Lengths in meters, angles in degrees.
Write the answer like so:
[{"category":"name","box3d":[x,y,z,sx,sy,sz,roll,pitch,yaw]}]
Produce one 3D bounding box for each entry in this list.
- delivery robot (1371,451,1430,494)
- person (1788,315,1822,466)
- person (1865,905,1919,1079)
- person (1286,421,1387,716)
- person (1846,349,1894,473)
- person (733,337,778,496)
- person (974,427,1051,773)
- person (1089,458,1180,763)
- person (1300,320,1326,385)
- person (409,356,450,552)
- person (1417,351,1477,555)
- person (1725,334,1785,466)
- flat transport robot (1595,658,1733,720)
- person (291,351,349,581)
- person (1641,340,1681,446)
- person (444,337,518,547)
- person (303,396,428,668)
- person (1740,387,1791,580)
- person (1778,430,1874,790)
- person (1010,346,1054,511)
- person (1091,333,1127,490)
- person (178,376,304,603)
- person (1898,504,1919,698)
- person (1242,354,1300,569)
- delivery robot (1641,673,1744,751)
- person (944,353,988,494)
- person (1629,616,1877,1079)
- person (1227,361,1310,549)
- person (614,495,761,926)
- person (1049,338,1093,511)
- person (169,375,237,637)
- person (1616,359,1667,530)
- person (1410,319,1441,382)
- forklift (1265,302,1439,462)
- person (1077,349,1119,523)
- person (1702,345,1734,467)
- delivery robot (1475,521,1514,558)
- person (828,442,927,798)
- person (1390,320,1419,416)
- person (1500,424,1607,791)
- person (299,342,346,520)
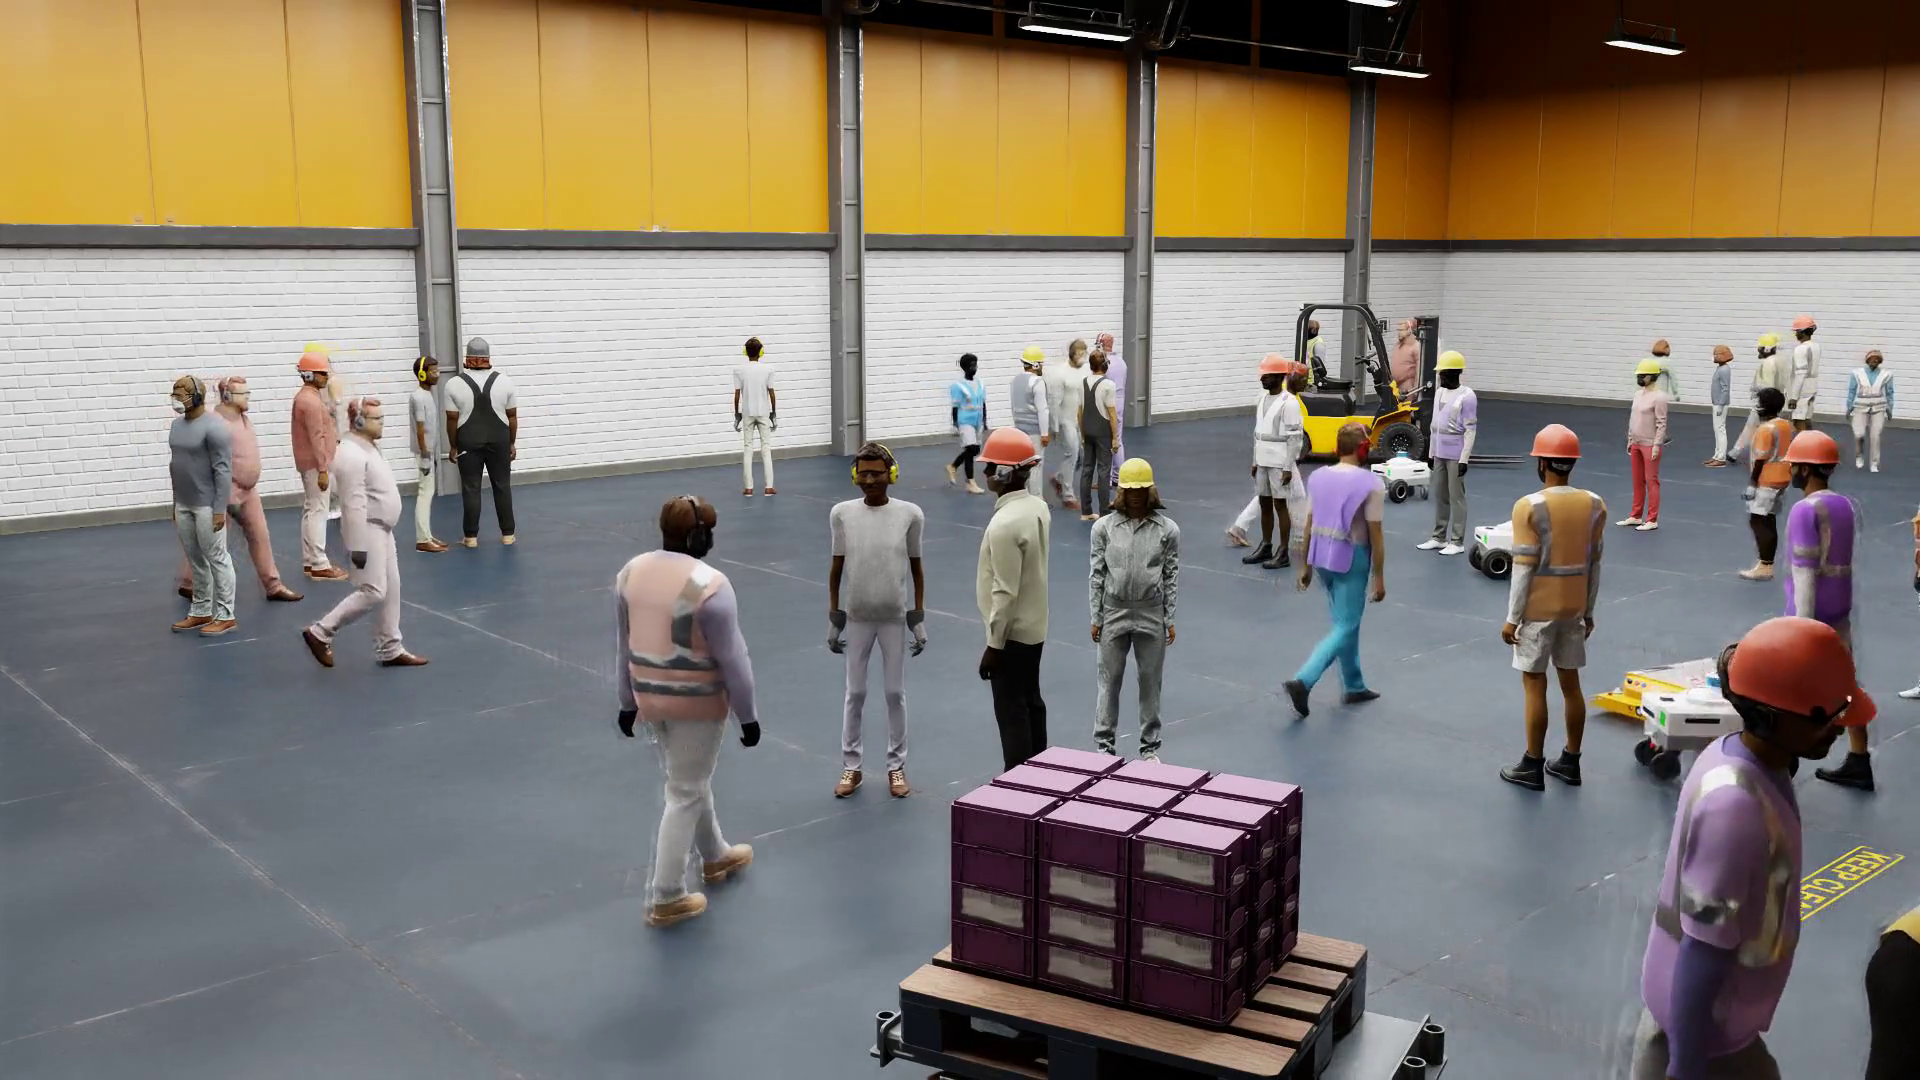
[{"category":"delivery robot","box3d":[5.093,-0.781,19.229,0.707,0.478,0.477,-6,11,-31]},{"category":"person","box3d":[11.075,-1.935,21.914,0.609,2.040,0.395,-9,13,-44]},{"category":"person","box3d":[2.157,1.350,3.369,0.642,1.812,0.857,0,10,1]},{"category":"person","box3d":[2.326,0.173,10.251,0.848,1.814,0.569,-6,11,-31]},{"category":"person","box3d":[11.844,-1.678,21.648,0.558,1.612,0.381,4,11,24]},{"category":"person","box3d":[-2.401,-1.444,19.535,0.518,1.874,0.327,-1,10,-4]},{"category":"person","box3d":[0.248,0.444,8.119,0.379,1.996,0.611,3,10,19]},{"category":"person","box3d":[0.937,0.424,8.973,0.487,1.744,0.294,0,10,0]},{"category":"person","box3d":[5.362,-2.458,25.555,0.429,1.846,0.626,-2,10,-13]},{"category":"person","box3d":[-5.082,-0.818,15.877,0.309,1.868,0.534,-2,10,-11]},{"category":"person","box3d":[4.626,-0.824,15.741,0.370,1.927,0.588,-4,10,-20]},{"category":"person","box3d":[10.672,-1.852,22.171,0.895,1.787,0.602,9,13,42]},{"category":"flat transport robot","box3d":[4.707,0.930,10.316,1.431,0.197,0.652,-5,11,-28]},{"category":"person","box3d":[-5.600,-0.644,14.491,0.382,1.990,0.625,-6,11,-30]},{"category":"person","box3d":[10.283,-2.136,24.414,0.855,1.589,0.500,-5,11,-25]},{"category":"person","box3d":[-4.657,-0.957,16.189,0.678,2.000,0.537,-4,10,-21]},{"category":"person","box3d":[-4.051,-0.034,11.248,0.686,1.886,0.646,-1,10,-8]},{"category":"person","box3d":[7.048,-0.485,14.481,0.563,1.685,0.335,-8,13,-41]},{"category":"person","box3d":[4.547,0.351,8.987,0.568,1.878,0.990,-7,12,-34]},{"category":"person","box3d":[0.803,-1.224,18.359,0.404,1.833,0.587,-6,12,-33]},{"category":"person","box3d":[1.773,-1.566,20.208,0.406,1.895,0.663,7,12,36]},{"category":"person","box3d":[-5.907,-0.393,13.422,0.963,1.870,0.658,1,10,4]},{"category":"person","box3d":[6.111,0.245,10.372,0.322,1.630,0.515,1,10,4]},{"category":"person","box3d":[2.814,-0.709,15.037,0.357,1.936,0.551,-5,11,-26]},{"category":"delivery robot","box3d":[4.080,0.965,9.004,0.707,0.478,0.477,0,10,3]},{"category":"person","box3d":[0.049,-1.404,19.851,0.675,1.677,0.533,9,13,41]},{"category":"person","box3d":[1.971,1.135,4.096,1.032,1.972,0.765,5,11,25]},{"category":"person","box3d":[3.033,-0.800,15.887,0.930,1.843,0.653,2,10,13]},{"category":"person","box3d":[-1.096,0.697,7.196,0.657,1.804,0.860,7,12,37]},{"category":"person","box3d":[1.210,-1.291,18.509,0.660,1.917,0.579,-8,13,-40]},{"category":"person","box3d":[-5.653,-0.254,12.370,0.629,1.940,0.373,6,11,31]},{"category":"person","box3d":[7.049,-0.981,17.145,0.322,1.768,0.530,-2,10,-12]},{"category":"person","box3d":[7.217,-2.520,25.875,0.662,1.853,0.566,0,10,0]},{"category":"forklift","box3d":[5.320,-2.157,22.763,2.313,2.155,1.214,3,10,16]},{"category":"person","box3d":[1.458,-1.081,17.485,0.505,1.847,0.346,9,13,43]},{"category":"person","box3d":[10.169,-1.795,22.285,0.265,1.631,0.508,3,10,18]},{"category":"delivery robot","box3d":[4.919,0.003,14.635,0.707,0.478,0.477,0,10,3]},{"category":"person","box3d":[-0.431,0.417,8.644,0.518,1.870,0.323,0,10,2]},{"category":"person","box3d":[6.367,-2.206,23.900,0.403,1.904,0.651,-4,11,-24]},{"category":"person","box3d":[3.114,0.354,8.815,0.551,1.935,0.375,-3,10,-18]},{"category":"person","box3d":[-6.741,-1.142,17.652,0.610,1.906,0.437,9,13,43]}]
